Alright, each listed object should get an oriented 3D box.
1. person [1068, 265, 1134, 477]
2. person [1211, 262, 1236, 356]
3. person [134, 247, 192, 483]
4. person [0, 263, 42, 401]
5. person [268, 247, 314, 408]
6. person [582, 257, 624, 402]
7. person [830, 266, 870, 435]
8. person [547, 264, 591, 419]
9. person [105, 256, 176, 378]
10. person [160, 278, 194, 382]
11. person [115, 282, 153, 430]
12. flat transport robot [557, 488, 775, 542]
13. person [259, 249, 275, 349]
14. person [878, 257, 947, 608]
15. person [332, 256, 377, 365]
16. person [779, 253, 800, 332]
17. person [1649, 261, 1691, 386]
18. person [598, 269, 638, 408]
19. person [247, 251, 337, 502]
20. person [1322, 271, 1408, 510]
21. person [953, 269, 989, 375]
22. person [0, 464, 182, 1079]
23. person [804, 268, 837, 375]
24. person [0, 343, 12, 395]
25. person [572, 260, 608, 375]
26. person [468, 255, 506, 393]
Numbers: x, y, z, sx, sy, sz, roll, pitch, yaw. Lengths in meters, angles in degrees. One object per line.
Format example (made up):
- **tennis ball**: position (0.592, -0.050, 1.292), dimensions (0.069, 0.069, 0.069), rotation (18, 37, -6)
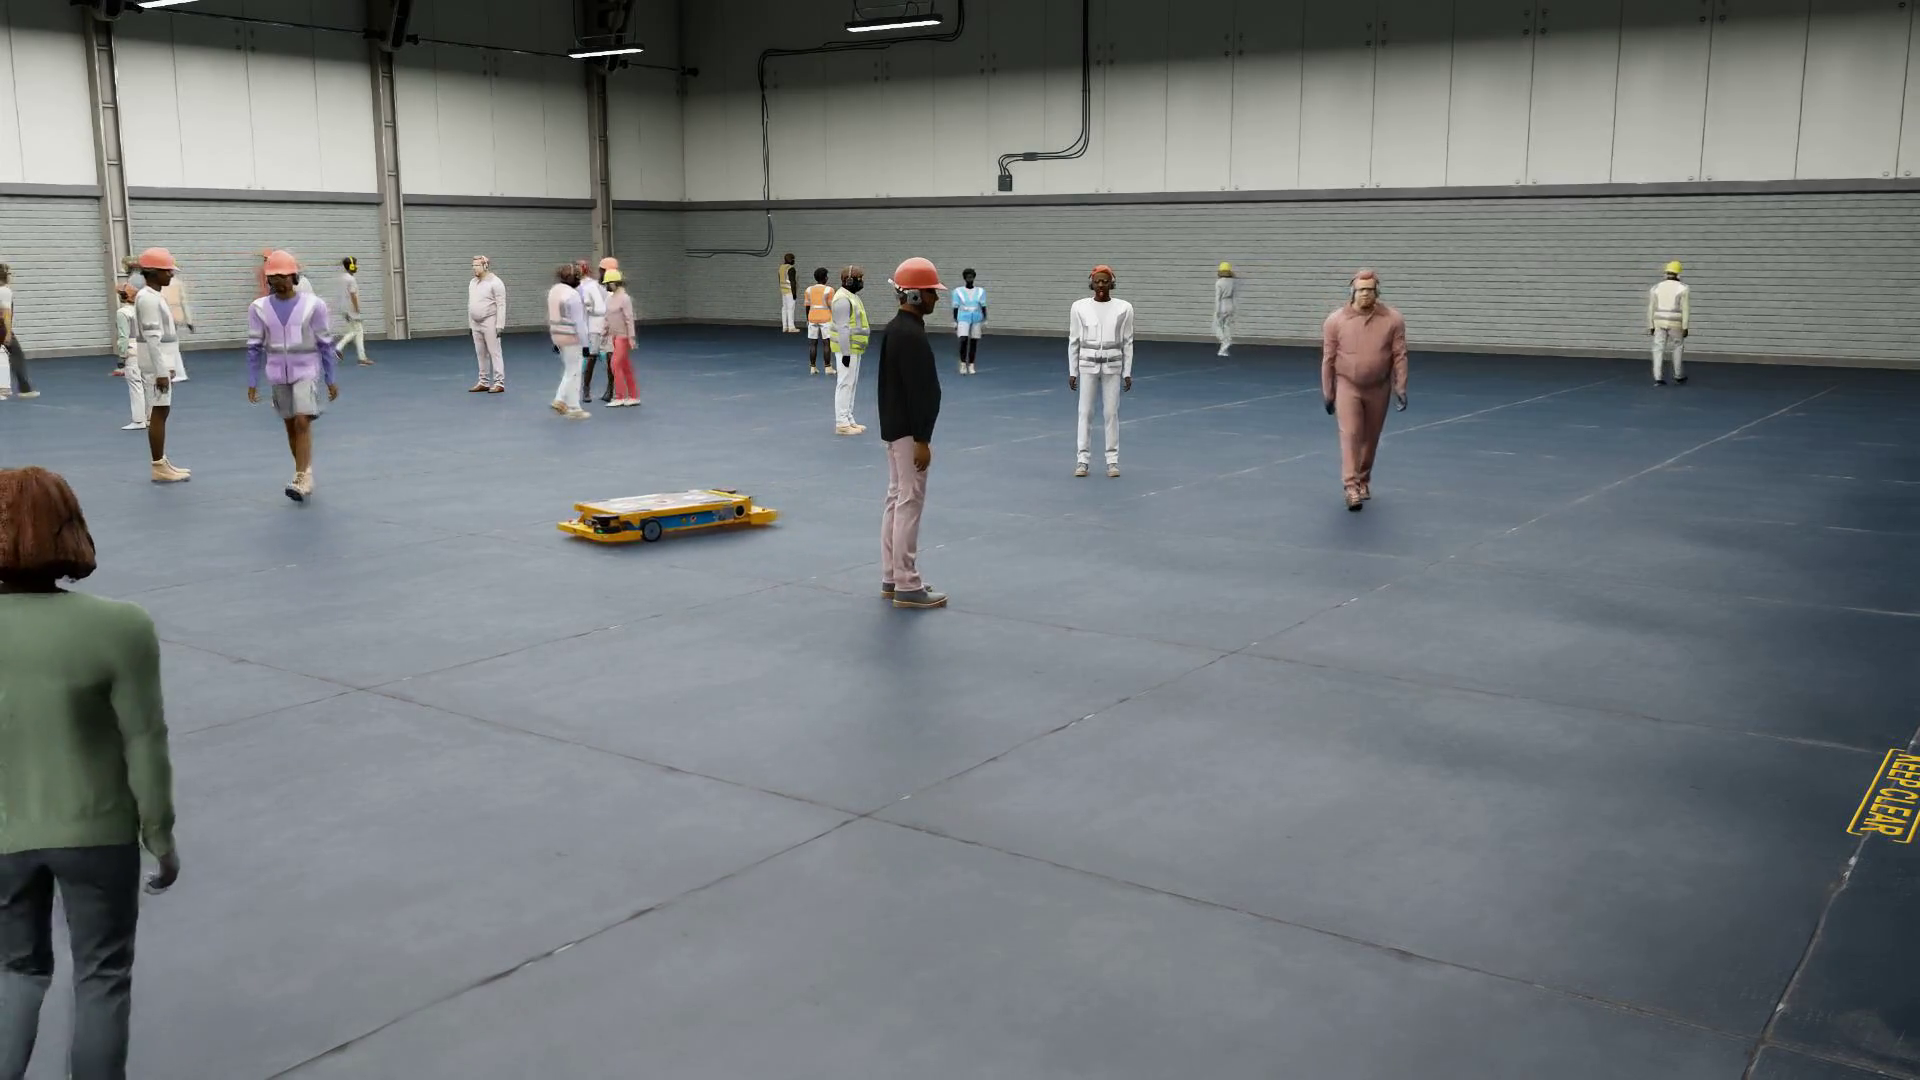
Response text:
- **person**: position (1.252, -1.501, 14.838), dimensions (0.574, 1.883, 0.356), rotation (0, 10, 3)
- **person**: position (4.872, -4.263, 30.735), dimensions (0.491, 1.729, 0.365), rotation (-5, 11, -28)
- **person**: position (-6.964, -1.522, 14.514), dimensions (0.381, 2.043, 0.608), rotation (-4, 11, -22)
- **person**: position (-12.577, -2.737, 21.962), dimensions (0.532, 1.813, 0.805), rotation (4, 11, 21)
- **person**: position (-8.419, -2.651, 20.838), dimensions (0.678, 2.000, 0.536), rotation (8, 13, 37)
- **person**: position (-4.678, -2.740, 21.753), dimensions (0.587, 1.896, 0.447), rotation (-3, 10, -15)
- **person**: position (-1.195, -2.064, 18.144), dimensions (0.430, 1.836, 0.628), rotation (1, 10, 6)
- **person**: position (-4.591, -2.330, 19.629), dimensions (0.442, 1.832, 0.660), rotation (-8, 13, -39)
- **person**: position (-12.660, -3.429, 25.661), dimensions (1.007, 1.897, 0.635), rotation (-4, 11, -23)
- **person**: position (-12.012, -3.324, 25.144), dimensions (1.079, 1.849, 0.627), rotation (5, 11, 28)
- **person**: position (-9.234, -2.051, 18.596), dimensions (0.310, 1.642, 0.514), rotation (1, 10, 4)
- **flat transport robot**: position (-2.112, -0.192, 12.021), dimensions (1.431, 0.197, 0.652), rotation (-9, 13, -40)
- **person**: position (-13.481, -4.750, 32.805), dimensions (0.632, 1.953, 0.927), rotation (7, 12, 34)
- **person**: position (-0.270, -0.615, 9.565), dimensions (0.397, 1.992, 0.622), rotation (-3, 10, -14)
- **person**: position (-10.379, -3.909, 28.403), dimensions (0.646, 1.856, 0.552), rotation (-7, 12, -35)
- **person**: position (-3.993, -5.797, 39.023), dimensions (0.429, 1.840, 0.636), rotation (-6, 12, -32)
- **person**: position (10.420, -3.154, 24.305), dimensions (0.621, 1.801, 0.821), rotation (10, 14, 44)
- **person**: position (-4.376, -2.546, 21.074), dimensions (0.658, 1.736, 0.530), rotation (-7, 12, -36)
- **person**: position (-5.408, -1.298, 13.351), dimensions (0.639, 2.000, 1.005), rotation (-1, 10, -4)
- **person**: position (3.203, -1.192, 13.186), dimensions (0.638, 1.858, 0.999), rotation (0, 10, 2)
- **person**: position (0.183, -3.428, 26.211), dimensions (0.545, 1.673, 0.674), rotation (-3, 10, -14)
- **person**: position (-1.931, 0.656, 3.513), dimensions (0.499, 1.622, 0.453), rotation (-2, 10, -10)
- **person**: position (-2.202, -3.459, 26.337), dimensions (0.538, 1.692, 0.320), rotation (4, 11, 23)
- **person**: position (-13.247, -2.919, 22.780), dimensions (0.353, 1.883, 0.572), rotation (-7, 12, -35)
- **person**: position (-5.886, -3.518, 26.318), dimensions (0.576, 1.822, 0.811), rotation (9, 14, 41)
- **person**: position (-6.618, -2.996, 23.150), dimensions (0.651, 1.906, 0.402), rotation (6, 12, 32)
